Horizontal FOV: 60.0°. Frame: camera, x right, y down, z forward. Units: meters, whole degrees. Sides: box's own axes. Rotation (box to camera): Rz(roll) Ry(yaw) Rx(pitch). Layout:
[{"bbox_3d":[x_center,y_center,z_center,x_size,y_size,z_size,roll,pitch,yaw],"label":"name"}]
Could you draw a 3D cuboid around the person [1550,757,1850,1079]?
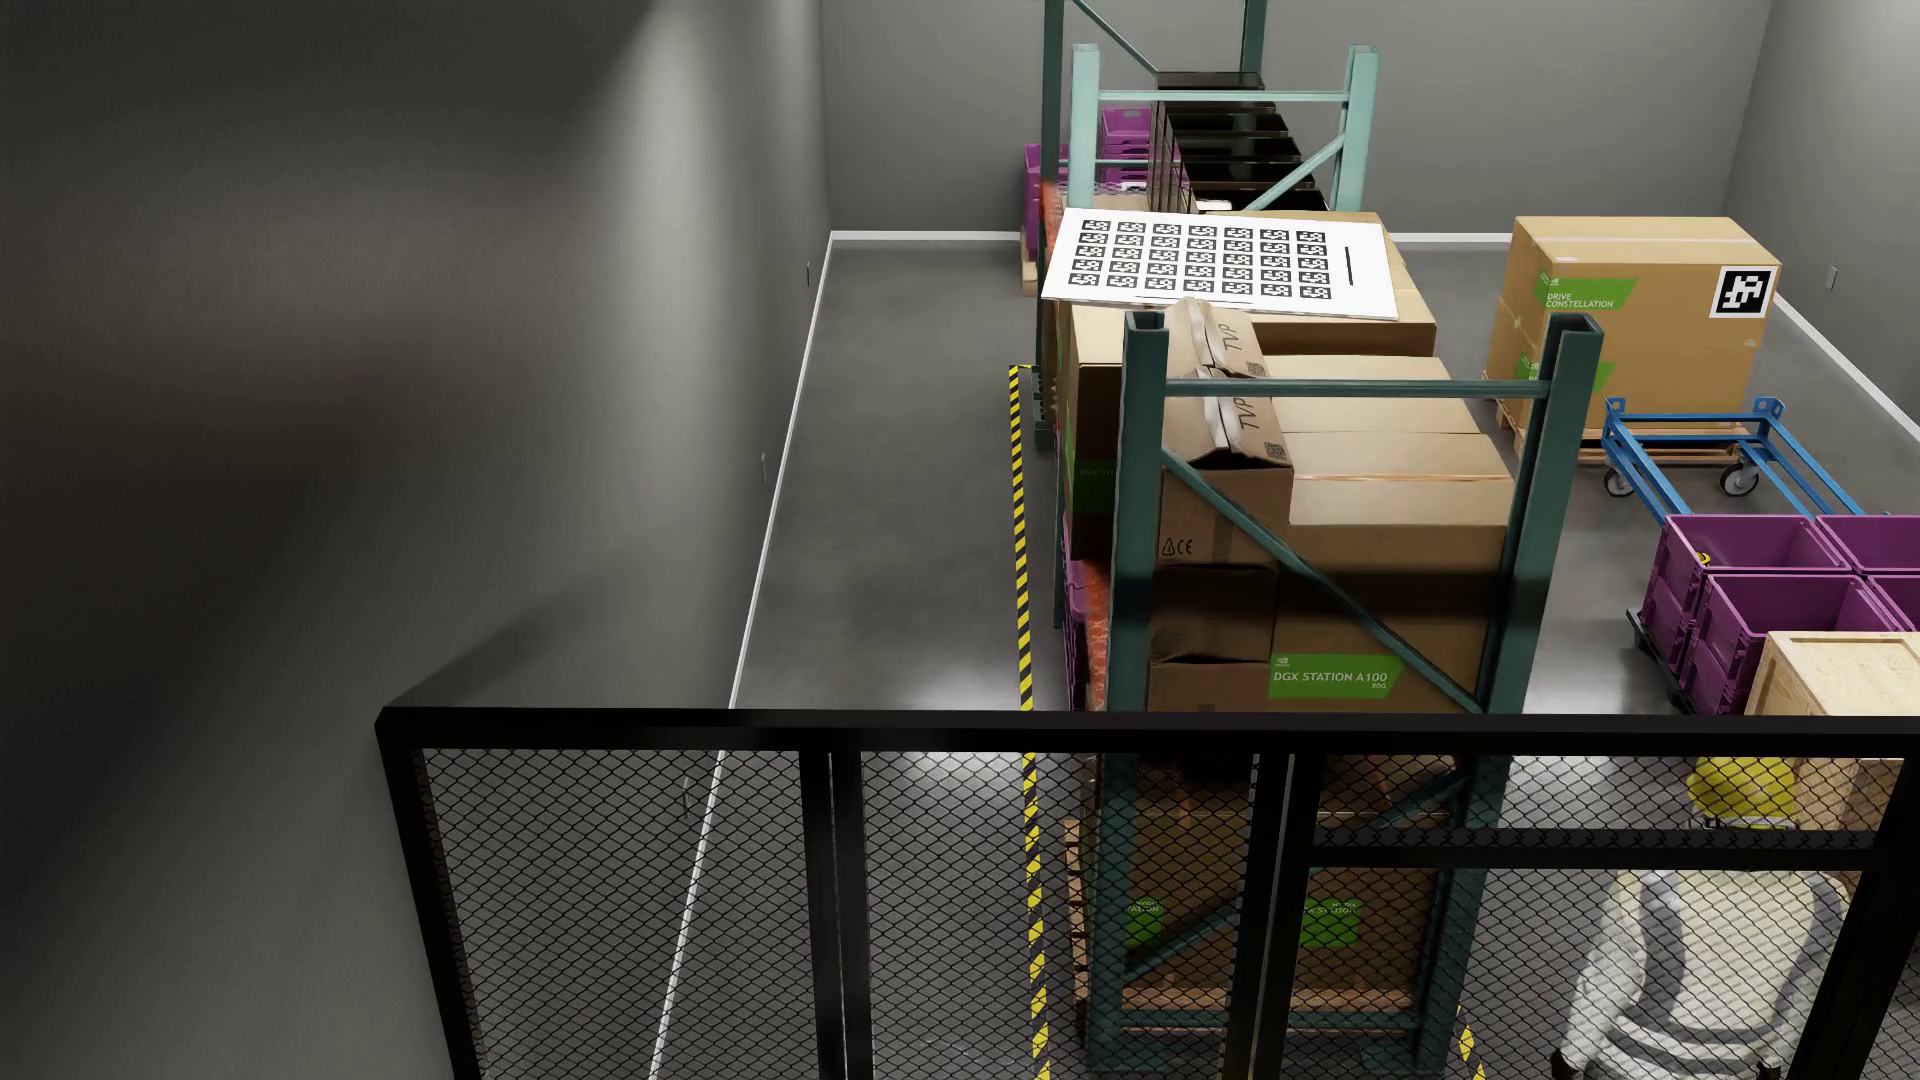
[{"bbox_3d":[1.815,1.261,4.228,0.603,1.823,0.404,0,31,0],"label":"person"}]
